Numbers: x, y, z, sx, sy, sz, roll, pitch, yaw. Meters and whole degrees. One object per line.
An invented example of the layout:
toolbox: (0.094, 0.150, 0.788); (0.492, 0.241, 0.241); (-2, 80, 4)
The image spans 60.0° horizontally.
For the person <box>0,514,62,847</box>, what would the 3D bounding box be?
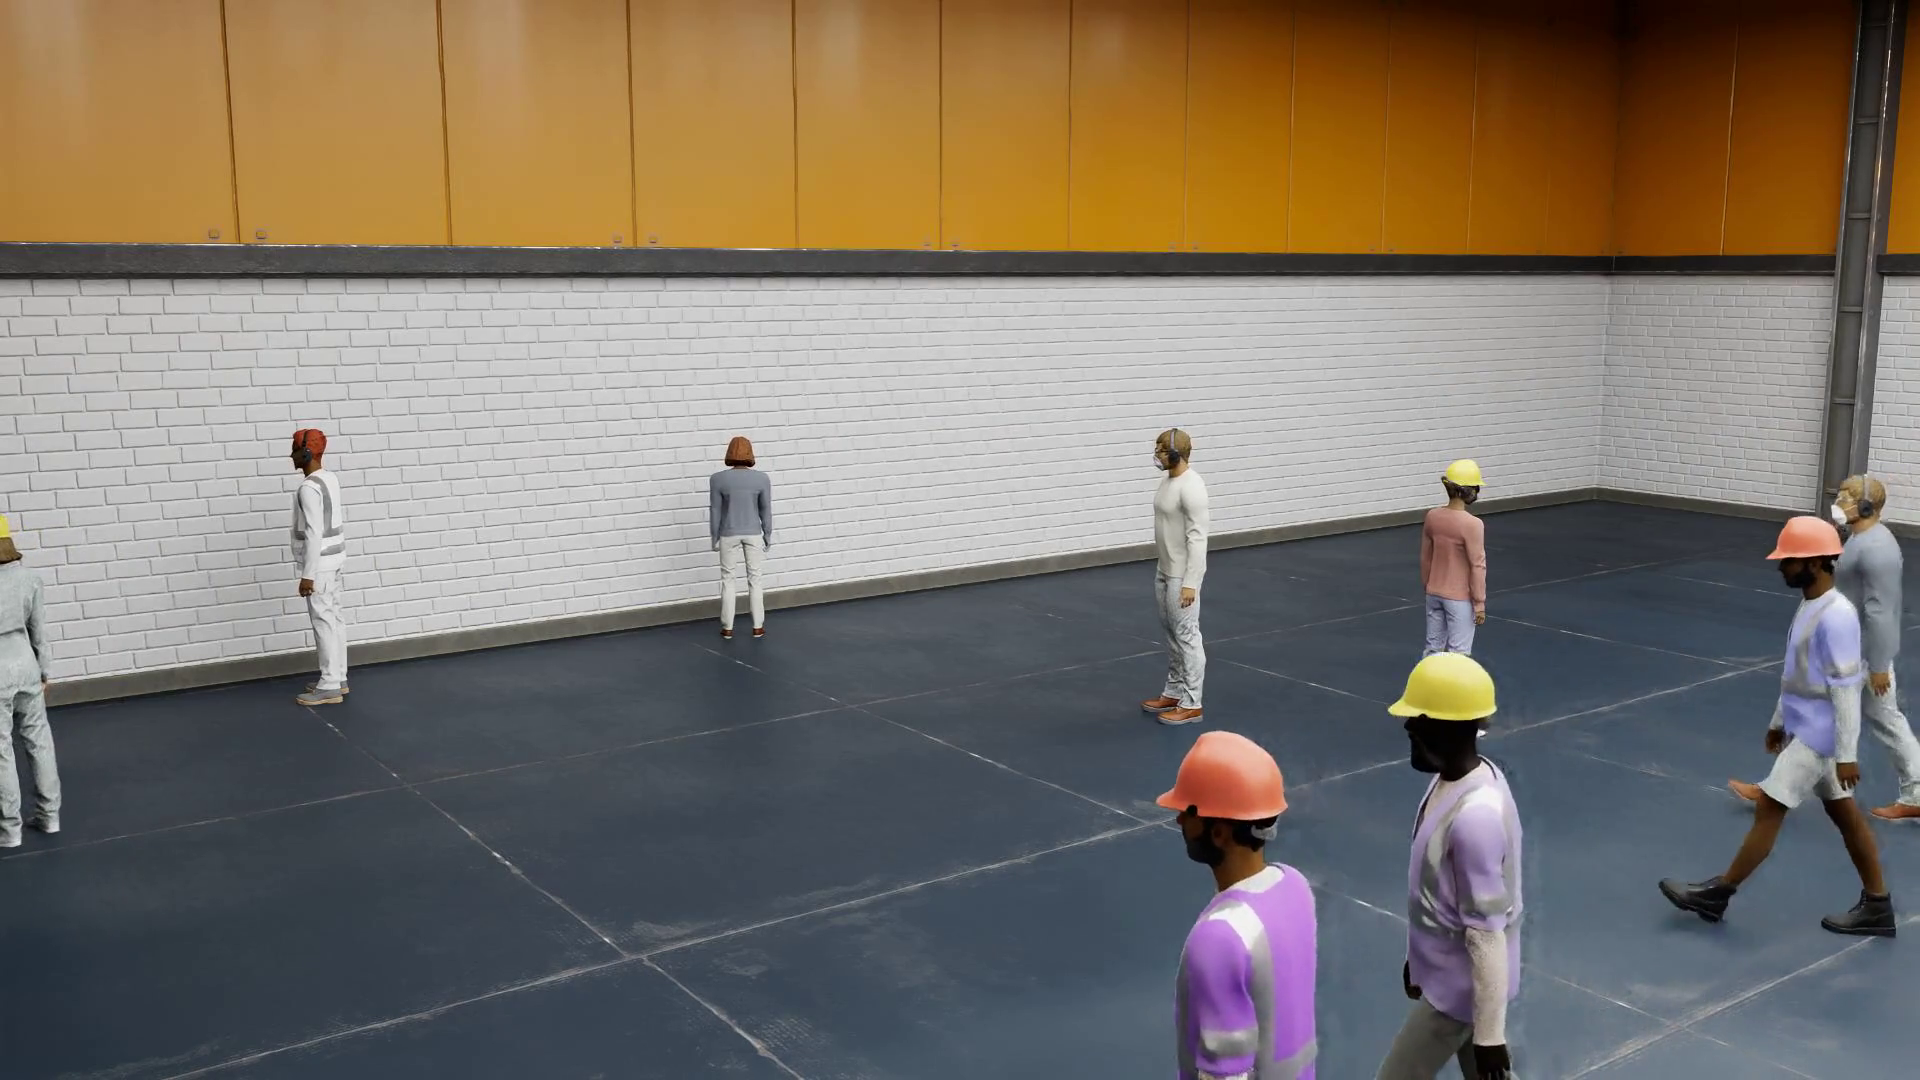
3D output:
person: (-4.934, 0.703, 8.562); (0.318, 1.742, 0.492); (4, 10, 24)

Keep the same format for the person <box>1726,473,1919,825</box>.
person: (4.758, 0.582, 8.882); (1.035, 1.882, 0.655); (5, 10, 26)

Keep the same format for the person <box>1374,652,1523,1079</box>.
person: (1.473, 1.245, 4.824); (0.993, 1.881, 0.604); (2, 9, 14)

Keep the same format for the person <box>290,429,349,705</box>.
person: (-4.388, 0.180, 11.368); (0.351, 1.881, 0.581); (-1, 9, -7)

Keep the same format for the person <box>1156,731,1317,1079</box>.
person: (0.687, 1.383, 3.950); (1.007, 1.889, 0.564); (6, 11, 34)

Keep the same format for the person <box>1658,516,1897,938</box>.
person: (3.725, 0.828, 7.388); (1.005, 1.870, 0.556); (4, 10, 21)

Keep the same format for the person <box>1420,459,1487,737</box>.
person: (3.148, 0.367, 10.566); (0.319, 1.767, 0.534); (-4, 10, -24)

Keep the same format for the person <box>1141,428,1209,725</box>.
person: (1.426, 0.232, 10.871); (0.355, 1.936, 0.633); (-2, 9, -10)

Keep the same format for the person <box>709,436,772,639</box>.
person: (-1.759, -0.019, 13.375); (0.497, 1.627, 0.270); (-2, 9, -12)
